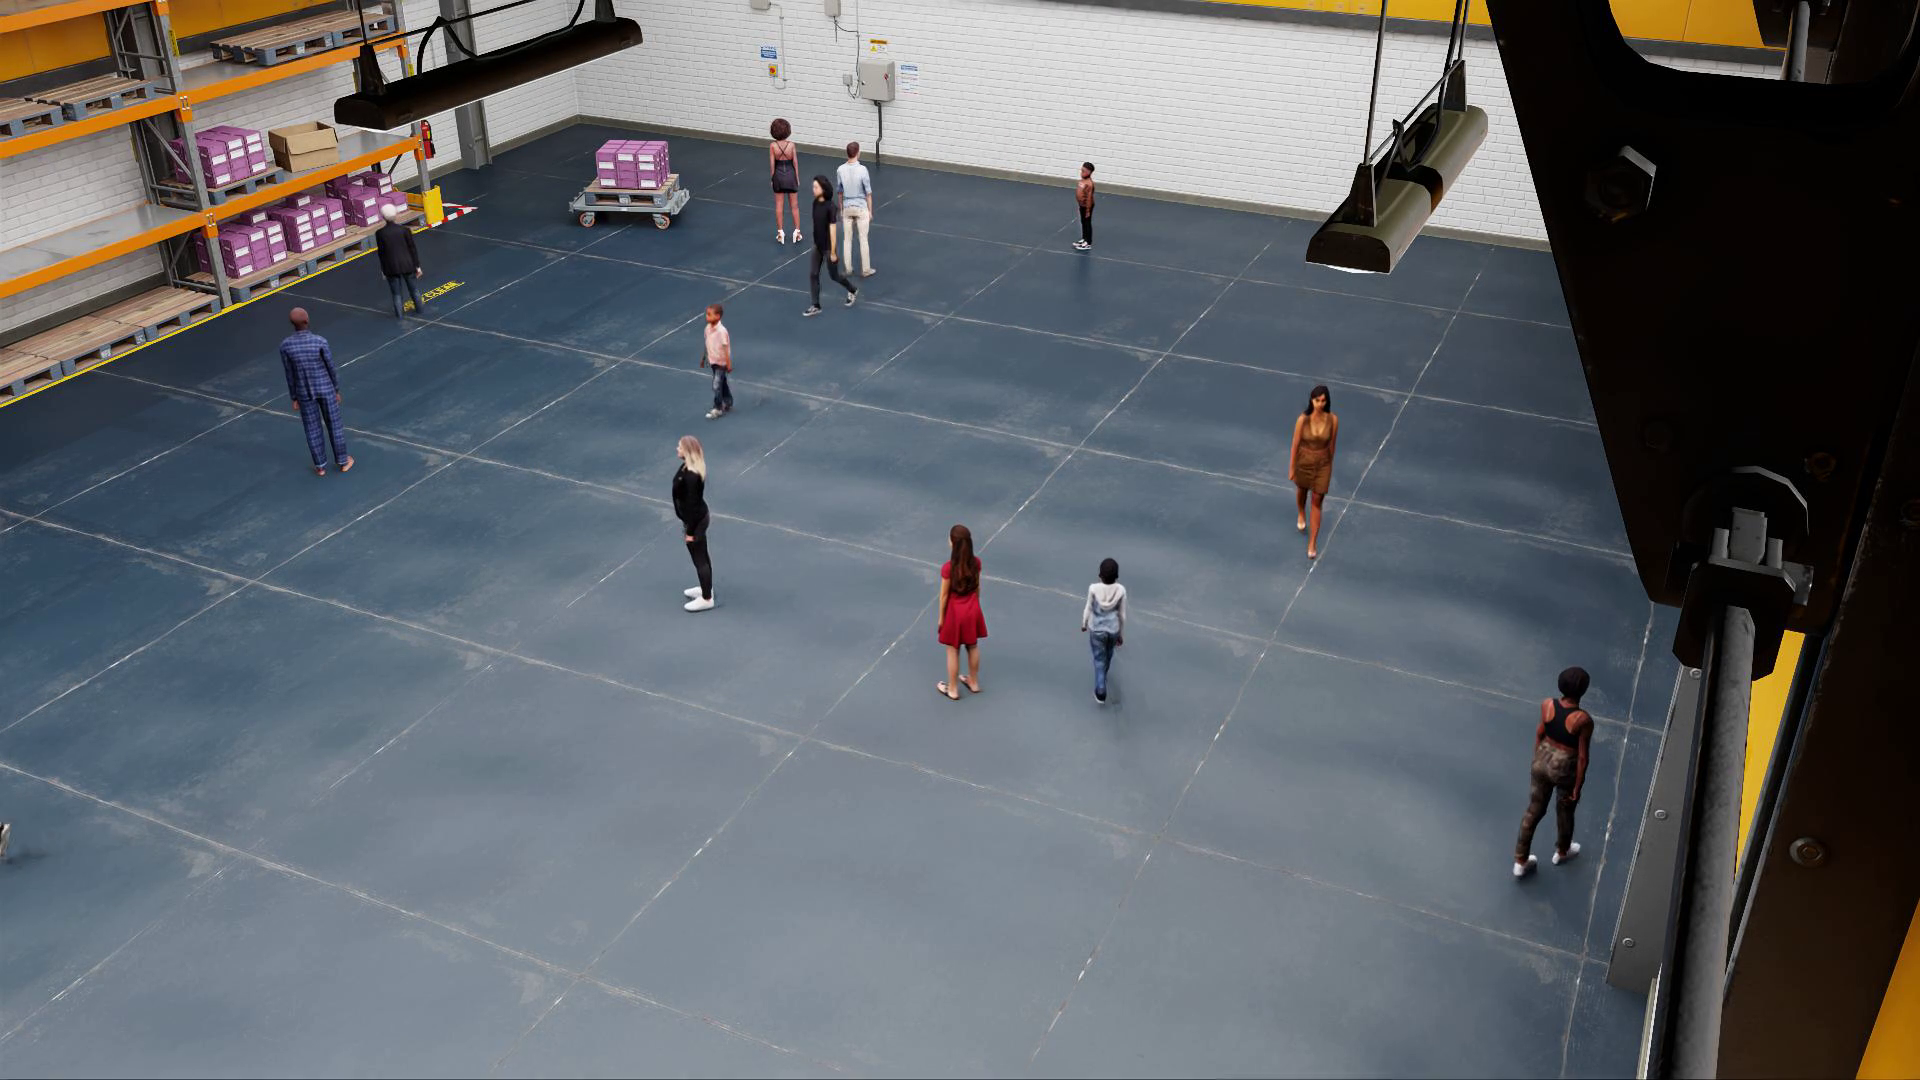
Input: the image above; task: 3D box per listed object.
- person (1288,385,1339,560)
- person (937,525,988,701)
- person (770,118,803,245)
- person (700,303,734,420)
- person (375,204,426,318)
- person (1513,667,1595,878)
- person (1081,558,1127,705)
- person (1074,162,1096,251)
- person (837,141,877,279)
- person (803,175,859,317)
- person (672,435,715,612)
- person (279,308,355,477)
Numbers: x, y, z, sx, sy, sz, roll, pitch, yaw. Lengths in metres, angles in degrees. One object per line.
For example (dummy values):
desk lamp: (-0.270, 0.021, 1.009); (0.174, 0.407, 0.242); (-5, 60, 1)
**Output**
person: (3.356, -0.718, 15.937); (0.828, 1.635, 1.150); (3, 29, 5)
person: (0.011, 0.585, 13.635); (0.674, 1.551, 0.735); (-16, 33, -27)
person: (-2.521, -5.160, 23.922); (0.668, 1.786, 0.704); (-3, 29, -5)
person: (-2.662, -2.047, 18.725); (0.755, 1.298, 0.668); (-23, 36, -36)
person: (-7.206, -3.489, 21.530); (0.839, 1.781, 0.801); (-9, 30, -15)
person: (4.112, 1.629, 11.574); (0.934, 1.691, 0.792); (-21, 35, -34)
person: (1.183, 0.757, 13.654); (0.760, 1.232, 0.928); (-2, 29, -4)
person: (1.819, -4.797, 23.810); (0.650, 1.255, 0.580); (-8, 30, -14)
person: (-1.428, -4.507, 22.662); (0.666, 1.847, 0.573); (10, 30, 17)
person: (-1.660, -3.805, 21.426); (1.185, 1.797, 0.928); (-23, 36, -36)
person: (-2.355, -0.166, 14.870); (0.746, 1.687, 0.638); (-3, 29, -5)
person: (-6.686, -1.543, 17.258); (0.764, 1.819, 0.815); (-8, 30, -15)
